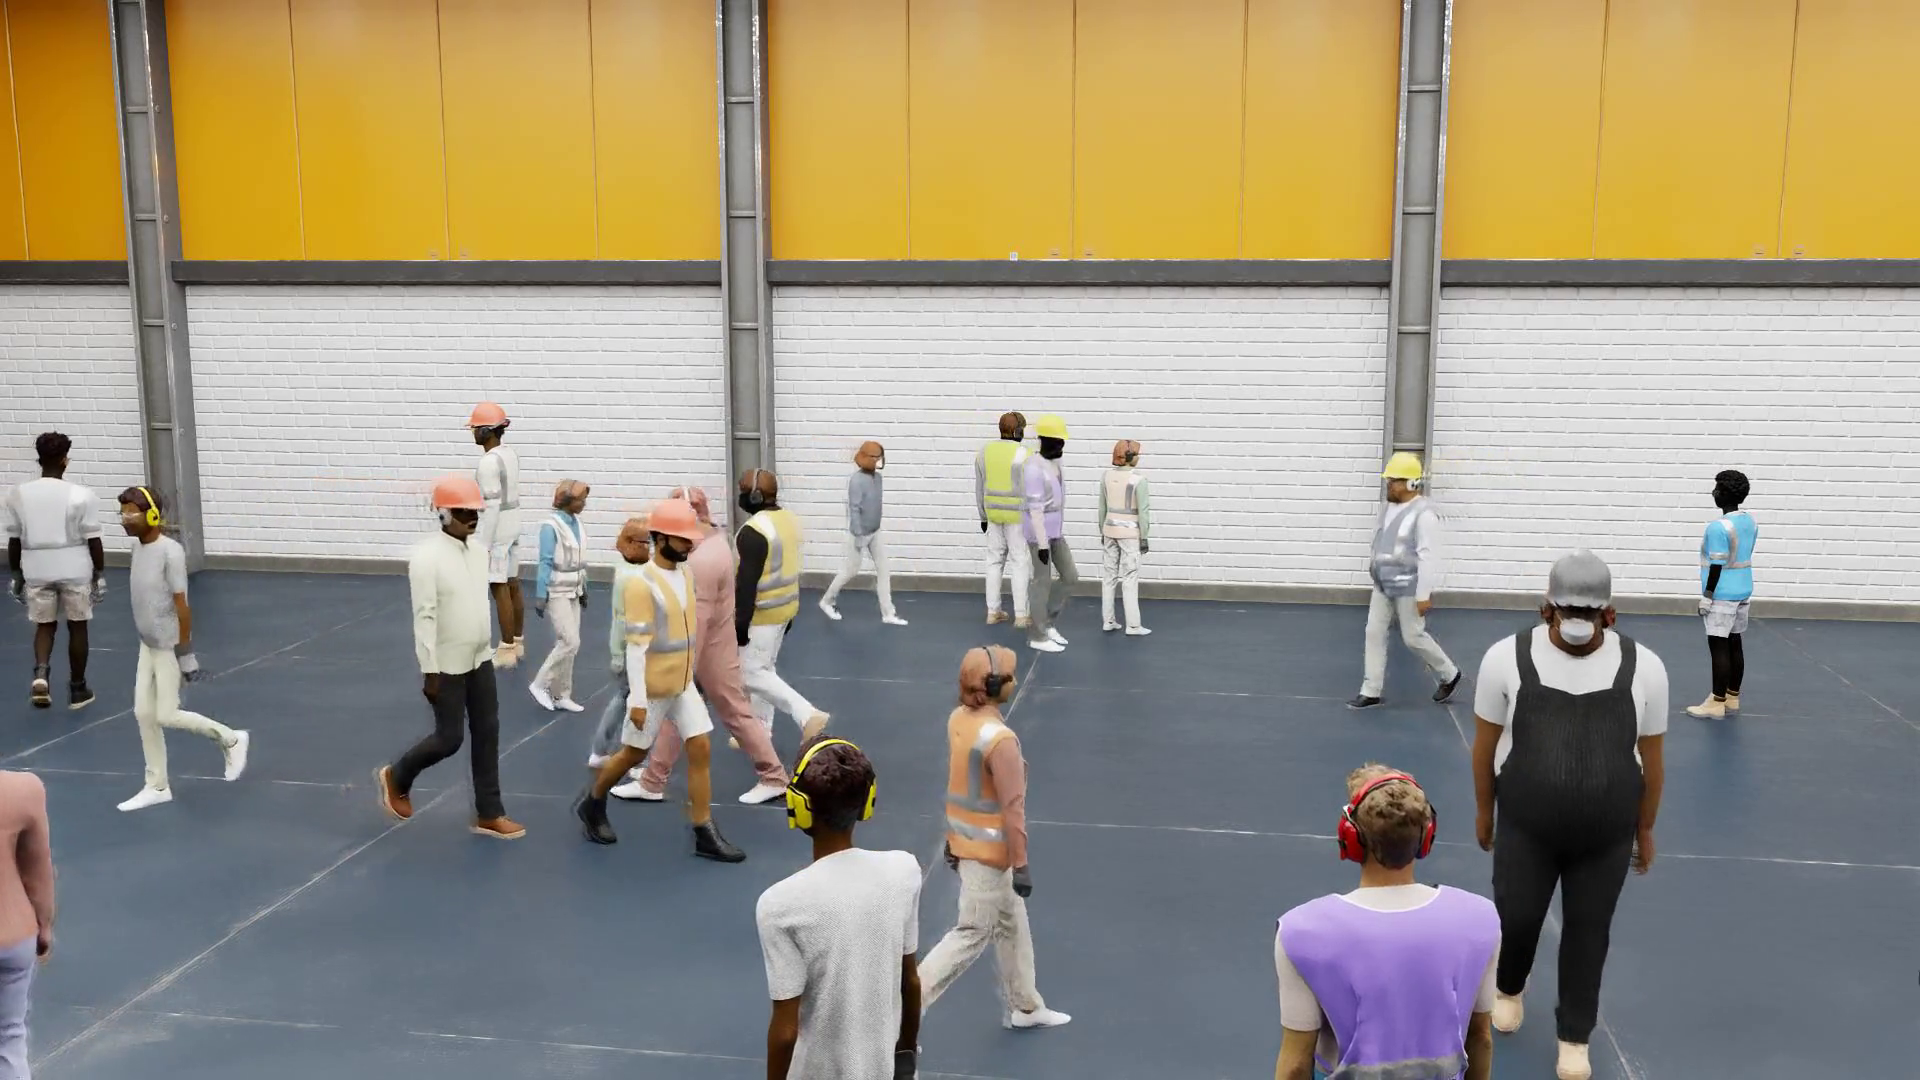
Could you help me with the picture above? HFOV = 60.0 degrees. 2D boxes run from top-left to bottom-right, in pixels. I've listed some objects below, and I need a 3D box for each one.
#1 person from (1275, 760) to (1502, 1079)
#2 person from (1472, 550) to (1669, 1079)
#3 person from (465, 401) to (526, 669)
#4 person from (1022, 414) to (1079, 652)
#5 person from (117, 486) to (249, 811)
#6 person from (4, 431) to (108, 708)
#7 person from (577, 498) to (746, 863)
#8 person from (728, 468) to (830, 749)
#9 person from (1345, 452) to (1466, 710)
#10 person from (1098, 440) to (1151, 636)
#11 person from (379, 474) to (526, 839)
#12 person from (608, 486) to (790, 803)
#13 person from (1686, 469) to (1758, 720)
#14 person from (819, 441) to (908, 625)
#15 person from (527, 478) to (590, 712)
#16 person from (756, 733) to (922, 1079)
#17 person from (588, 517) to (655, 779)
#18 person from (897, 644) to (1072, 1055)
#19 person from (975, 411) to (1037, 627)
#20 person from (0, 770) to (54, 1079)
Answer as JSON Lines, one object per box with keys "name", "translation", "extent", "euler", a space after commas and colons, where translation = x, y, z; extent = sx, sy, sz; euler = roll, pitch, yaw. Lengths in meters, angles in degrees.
{"name": "person", "translation": [1.031, 1.464, 4.070], "extent": [0.570, 1.846, 0.377], "euler": [-2, 9, -11]}
{"name": "person", "translation": [2.285, 1.013, 6.247], "extent": [0.686, 2.000, 0.540], "euler": [2, 10, 14]}
{"name": "person", "translation": [-3.550, -0.035, 12.700], "extent": [0.380, 2.045, 0.605], "euler": [0, 9, 3]}
{"name": "person", "translation": [0.716, -0.050, 13.196], "extent": [0.446, 1.910, 0.606], "euler": [4, 10, 24]}
{"name": "person", "translation": [-4.474, 0.591, 9.457], "extent": [0.528, 1.845, 0.662], "euler": [7, 12, 37]}
{"name": "person", "translation": [-6.185, 0.227, 11.381], "extent": [0.628, 1.945, 0.562], "euler": [-2, 9, -11]}
{"name": "person", "translation": [-1.601, 0.709, 8.617], "extent": [0.993, 1.893, 0.559], "euler": [4, 10, 25]}
{"name": "person", "translation": [-1.149, 0.463, 10.322], "extent": [0.656, 1.821, 0.633], "euler": [2, 10, 15]}
{"name": "person", "translation": [3.103, 0.285, 11.470], "extent": [0.812, 1.808, 0.599], "euler": [-3, 10, -19]}
{"name": "person", "translation": [1.363, -0.019, 13.858], "extent": [0.314, 1.636, 0.515], "euler": [-8, 12, -42]}
{"name": "person", "translation": [-2.725, 0.621, 8.863], "extent": [0.745, 1.977, 0.626], "euler": [4, 10, 22]}
{"name": "person", "translation": [-1.441, 0.611, 9.354], "extent": [1.038, 1.848, 0.650], "euler": [-2, 9, -10]}
{"name": "person", "translation": [5.185, 0.369, 11.282], "extent": [0.535, 1.697, 0.318], "euler": [-8, 12, -42]}
{"name": "person", "translation": [-0.857, -0.069, 14.297], "extent": [0.786, 1.600, 0.532], "euler": [5, 10, 28]}
{"name": "person", "translation": [-2.700, 0.388, 11.382], "extent": [0.363, 1.616, 0.552], "euler": [2, 10, 14]}
{"name": "person", "translation": [-0.315, 1.417, 4.288], "extent": [0.532, 1.868, 0.310], "euler": [-8, 12, -41]}
{"name": "person", "translation": [-2.020, 0.645, 9.908], "extent": [0.534, 1.599, 0.548], "euler": [0, 9, 3]}
{"name": "person", "translation": [0.049, 1.200, 6.448], "extent": [0.809, 1.613, 0.517], "euler": [-3, 10, -17]}
{"name": "person", "translation": [0.438, -0.178, 14.208], "extent": [0.633, 1.842, 0.429], "euler": [7, 11, 35]}
{"name": "person", "translation": [-3.165, 1.302, 5.347], "extent": [0.421, 1.750, 0.539], "euler": [6, 11, 34]}
